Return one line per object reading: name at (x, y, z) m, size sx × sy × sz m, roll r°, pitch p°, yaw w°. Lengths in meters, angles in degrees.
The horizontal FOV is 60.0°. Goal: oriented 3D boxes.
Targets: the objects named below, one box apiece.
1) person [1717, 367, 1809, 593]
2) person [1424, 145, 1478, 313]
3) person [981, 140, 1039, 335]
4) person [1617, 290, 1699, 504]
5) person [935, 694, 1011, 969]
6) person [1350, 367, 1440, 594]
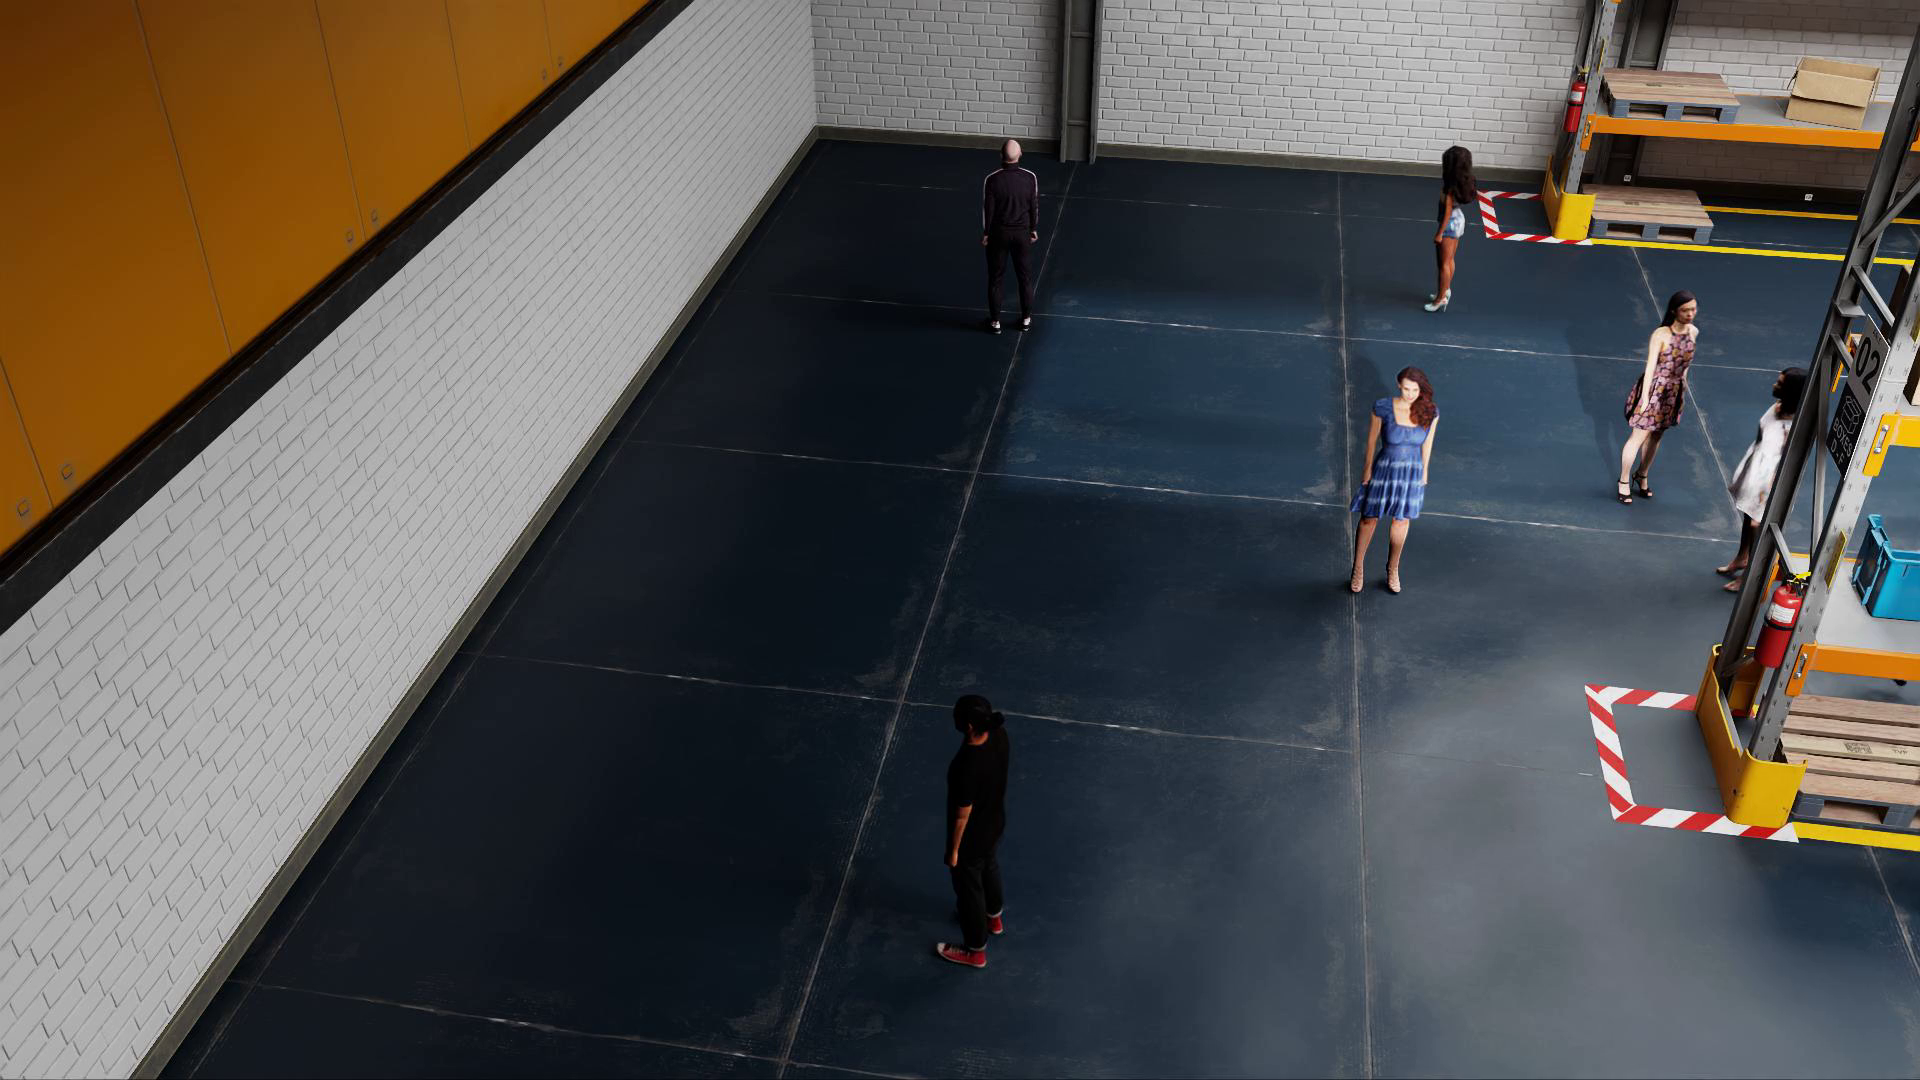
person at (5.702, -0.423, 11.784) m, size 0.608 × 1.773 × 0.629 m, roll 6°, pitch 34°, yaw 8°
person at (4.611, -2.932, 15.696) m, size 0.656 × 1.620 × 0.637 m, roll 16°, pitch 37°, yaw 22°
person at (0.457, -2.778, 15.269) m, size 0.651 × 1.836 × 0.816 m, roll -6°, pitch 34°, yaw -9°
person at (5.379, -1.098, 12.797) m, size 0.776 × 1.775 × 0.856 m, roll -13°, pitch 36°, yaw -18°
person at (0.096, 1.527, 8.864) m, size 0.627 × 1.756 × 0.674 m, roll 13°, pitch 36°, yaw 18°
person at (3.066, -0.410, 11.735) m, size 0.560 × 1.805 × 0.760 m, roll 1°, pitch 34°, yaw 1°
